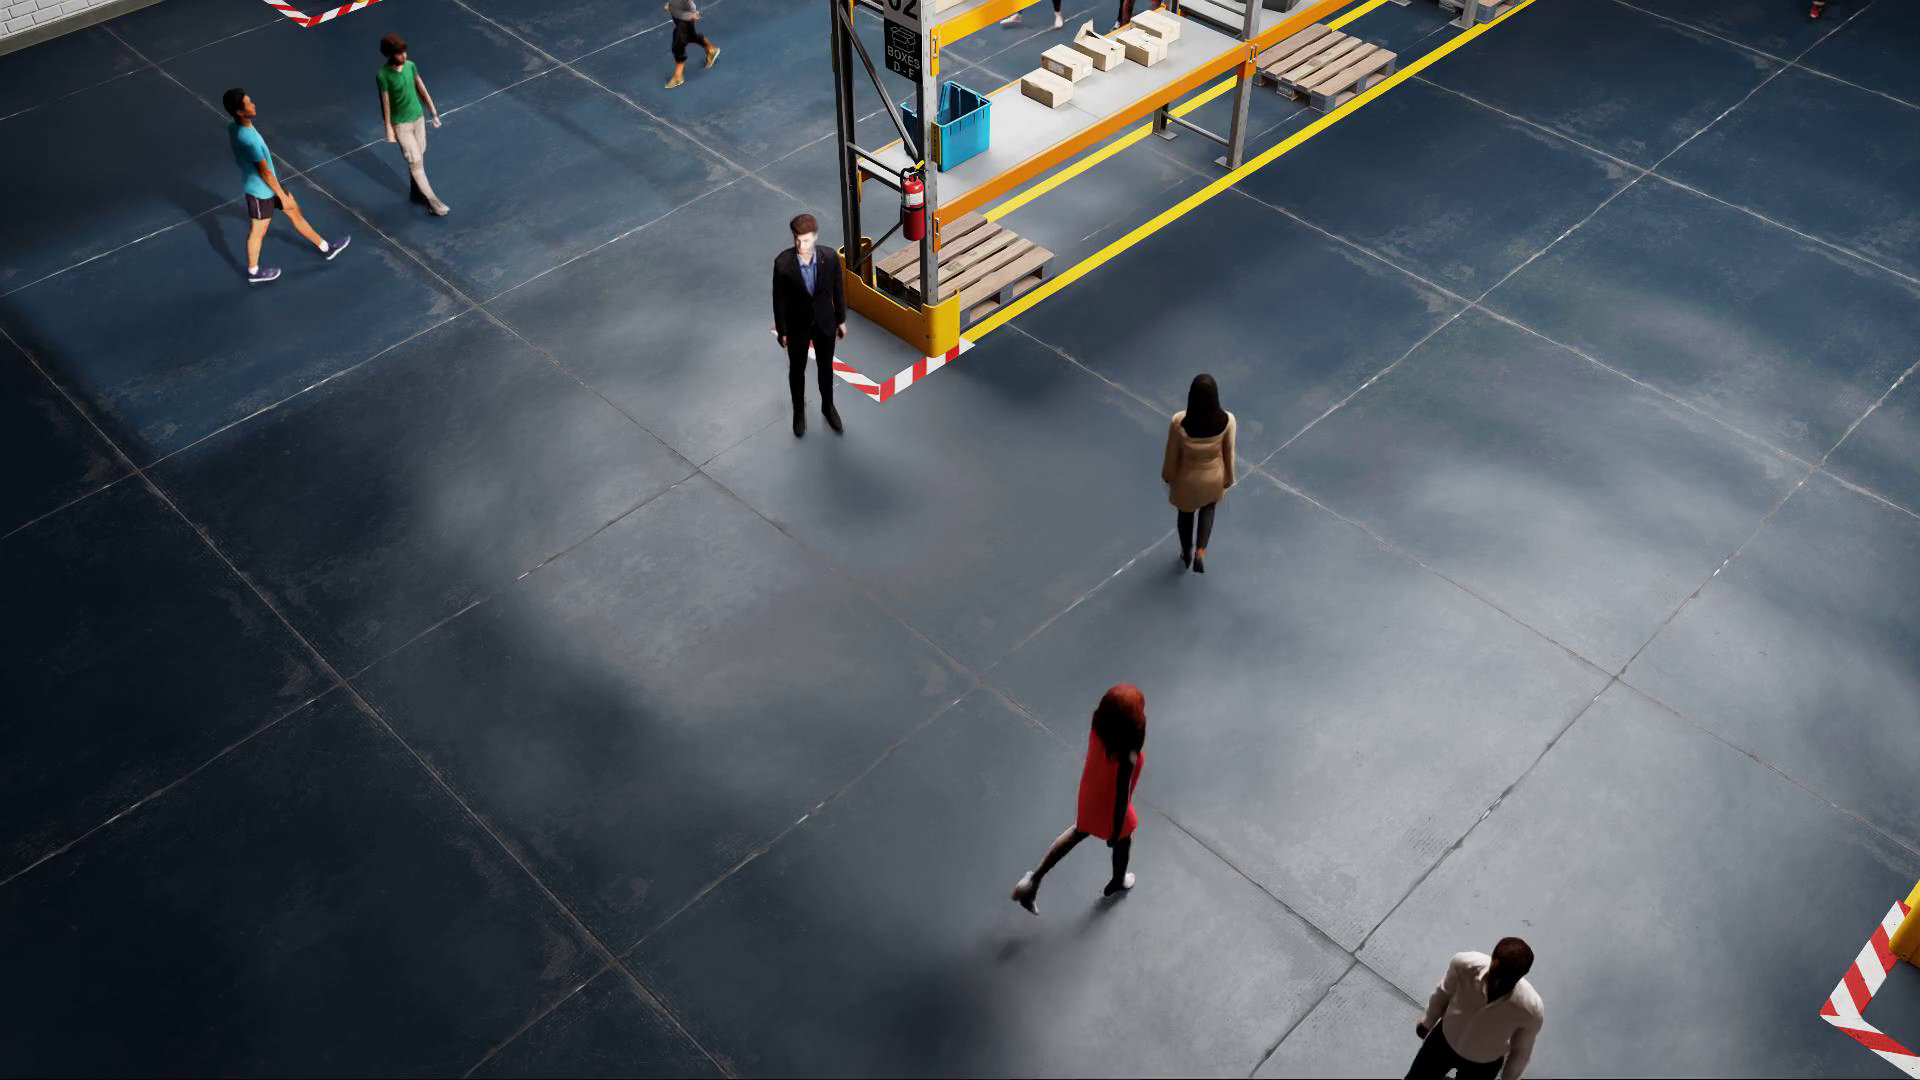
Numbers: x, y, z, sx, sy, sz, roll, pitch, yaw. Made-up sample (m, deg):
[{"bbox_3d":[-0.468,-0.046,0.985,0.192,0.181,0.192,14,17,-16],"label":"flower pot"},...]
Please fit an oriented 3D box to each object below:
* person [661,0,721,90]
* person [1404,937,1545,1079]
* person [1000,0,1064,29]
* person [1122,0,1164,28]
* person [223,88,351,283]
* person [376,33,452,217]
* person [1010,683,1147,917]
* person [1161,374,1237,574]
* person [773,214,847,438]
[{"bbox_3d":[-2.720,-5.328,16.576,0.621,1.428,1.012,32,52,29],"label":"person"},{"bbox_3d":[2.509,2.429,8.118,0.711,1.862,0.714,31,52,28],"label":"person"},{"bbox_3d":[0.852,-6.139,17.219,0.882,1.713,0.697,-31,52,-29],"label":"person"},{"bbox_3d":[1.779,-5.854,16.927,0.803,1.704,0.752,-17,46,-17],"label":"person"},{"bbox_3d":[-5.875,-2.870,13.779,1.210,1.726,0.889,-19,47,-19],"label":"person"},{"bbox_3d":[-4.955,-3.732,14.744,0.785,1.643,0.856,26,49,24],"label":"person"},{"bbox_3d":[0.713,1.484,9.158,1.095,1.796,0.769,-19,47,-19],"label":"person"},{"bbox_3d":[1.610,-0.367,11.191,0.850,1.671,0.911,2,44,2],"label":"person"},{"bbox_3d":[-1.111,-1.622,12.352,0.722,1.887,0.844,-11,45,-11],"label":"person"}]
